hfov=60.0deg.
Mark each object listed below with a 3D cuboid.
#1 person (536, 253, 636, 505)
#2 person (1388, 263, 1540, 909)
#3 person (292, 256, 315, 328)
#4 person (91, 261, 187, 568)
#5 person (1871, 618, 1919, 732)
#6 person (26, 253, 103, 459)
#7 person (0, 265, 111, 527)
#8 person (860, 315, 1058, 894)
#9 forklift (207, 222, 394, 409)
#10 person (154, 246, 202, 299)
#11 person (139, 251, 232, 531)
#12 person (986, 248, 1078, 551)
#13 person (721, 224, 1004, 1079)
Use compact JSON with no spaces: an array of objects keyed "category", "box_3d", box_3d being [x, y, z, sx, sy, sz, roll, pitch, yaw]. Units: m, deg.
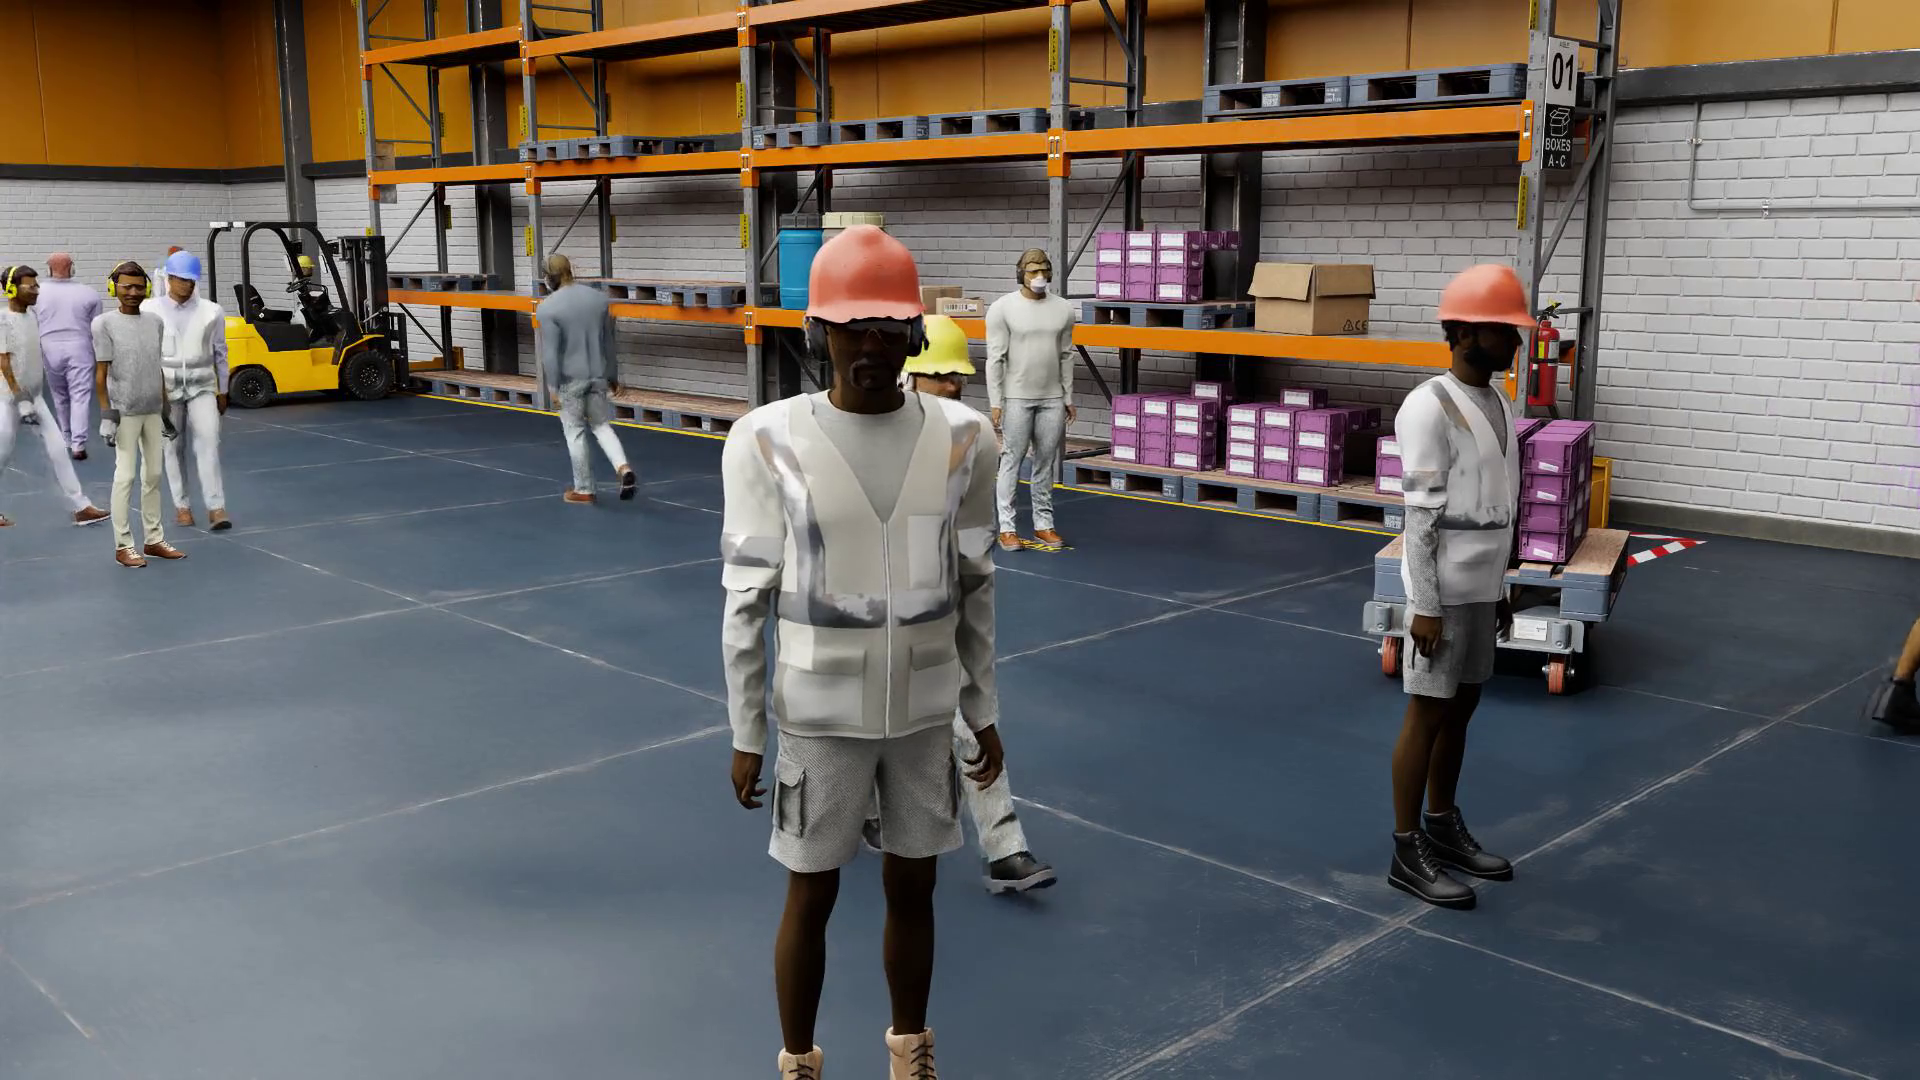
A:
[{"category":"person","box_3d":[-2.758,-1.170,12.317,0.642,1.897,0.707,9,13,39]},{"category":"person","box_3d":[1.540,0.135,5.085,0.355,1.940,0.542,9,14,41]},{"category":"person","box_3d":[-8.871,-2.978,22.591,0.300,1.745,0.483,-8,13,-38]},{"category":"person","box_3d":[-5.059,-0.773,10.246,0.311,1.862,0.535,4,11,23]},{"category":"person","box_3d":[4.175,-0.129,6.669,0.976,1.895,0.559,-2,11,-11]},{"category":"person","box_3d":[-8.144,-1.682,15.218,0.666,1.854,1.021,-4,11,-21]},{"category":"person","box_3d":[-6.458,-0.978,11.501,0.993,1.817,0.517,1,10,8]},{"category":"person","box_3d":[-0.084,0.199,5.167,0.619,1.778,0.943,-8,13,-36]},{"category":"forklift","box_3d":[-8.169,-2.758,20.163,2.313,2.155,1.214,-10,14,-44]},{"category":"person","box_3d":[-10.988,-3.200,23.448,0.621,1.872,0.472,-2,11,-11]},{"category":"person","box_3d":[-5.289,-0.997,11.336,0.624,1.899,0.921,-6,12,-28]},{"category":"person","box_3d":[0.466,-0.900,10.740,0.642,1.934,0.357,-5,11,-24]},{"category":"person","box_3d":[-0.190,0.363,3.559,0.615,2.041,0.386,-4,11,-19]}]
